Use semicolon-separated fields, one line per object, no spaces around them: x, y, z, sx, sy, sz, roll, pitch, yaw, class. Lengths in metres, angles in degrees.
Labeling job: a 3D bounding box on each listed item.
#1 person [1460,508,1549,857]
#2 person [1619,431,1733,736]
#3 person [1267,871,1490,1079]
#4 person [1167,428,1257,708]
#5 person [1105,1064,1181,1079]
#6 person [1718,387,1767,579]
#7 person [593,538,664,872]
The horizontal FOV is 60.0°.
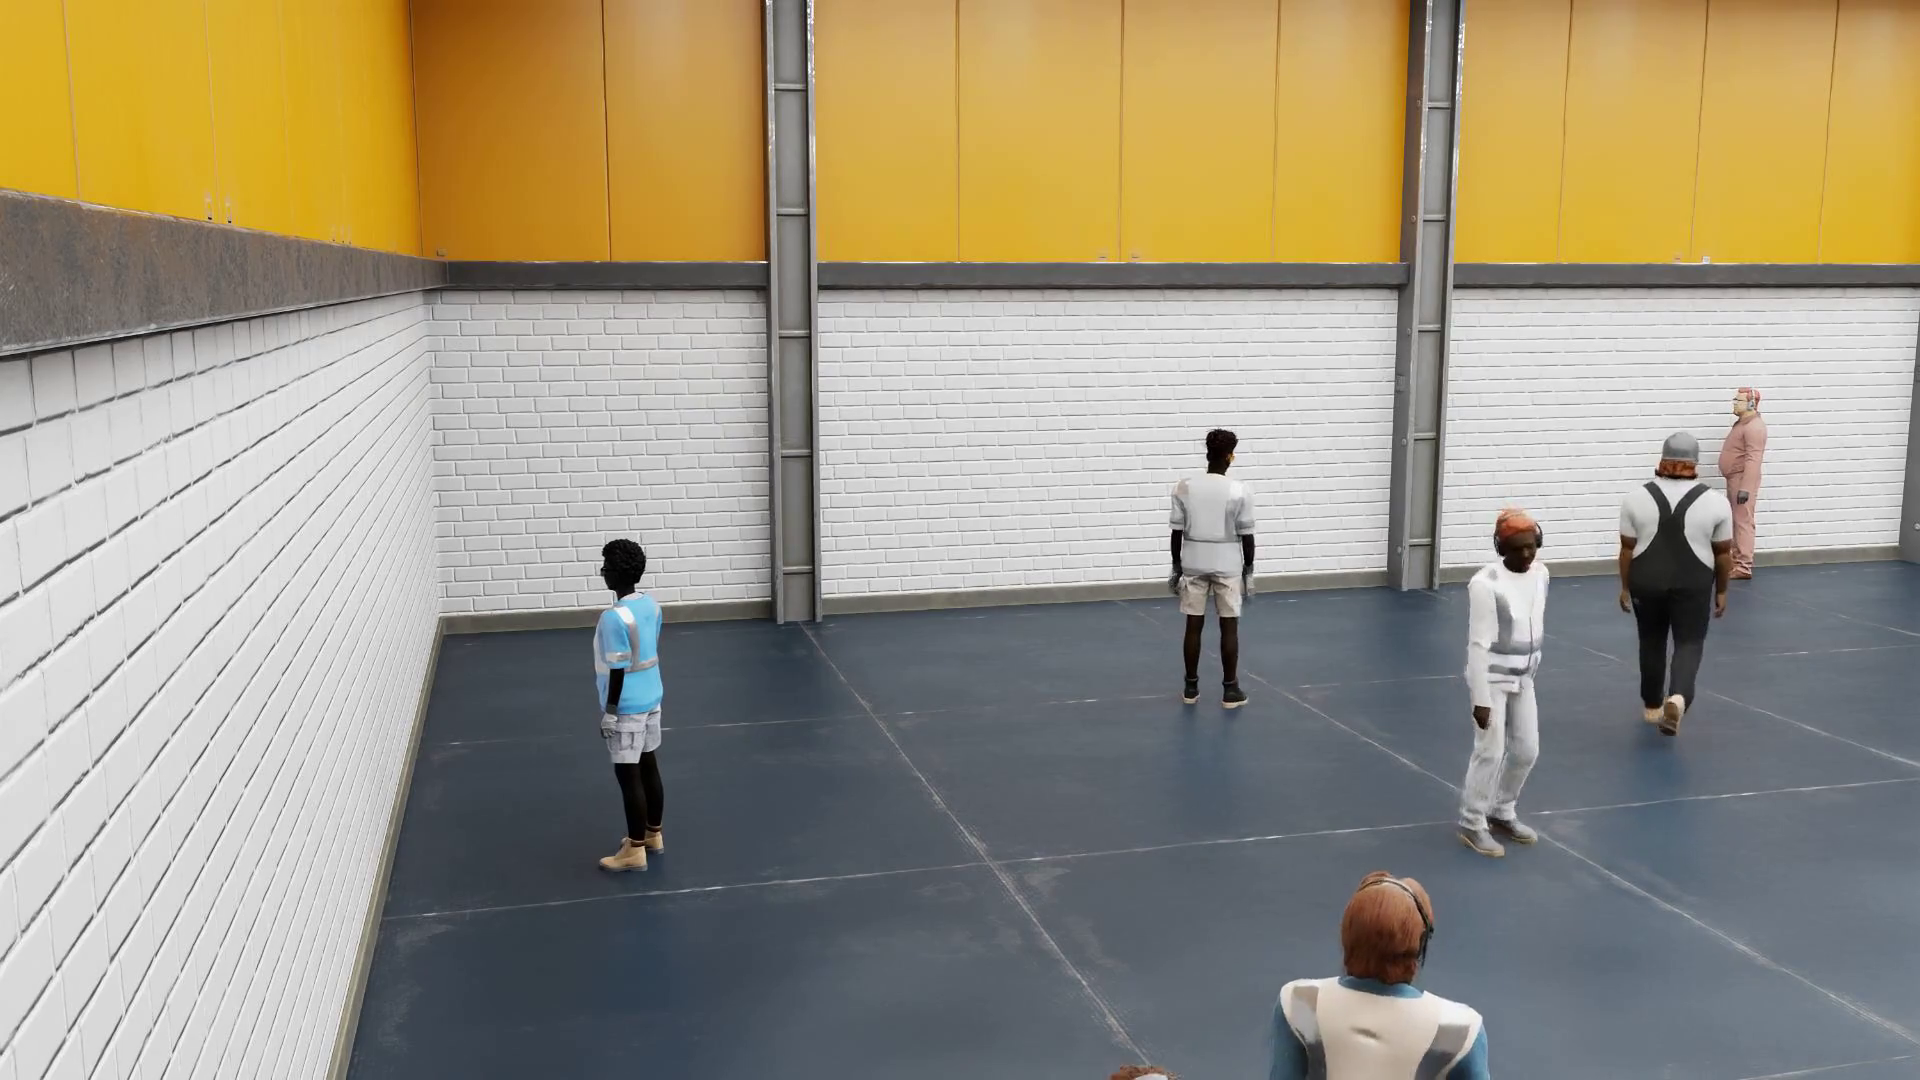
2.788;0.736;8.594;0.603;1.855;0.462;-6;11;-32;person
4.691;0.268;10.950;0.688;2.000;0.845;5;10;29;person
1.027;1.591;4.071;0.538;1.593;0.849;4;10;23;person
1.761;0.197;11.667;0.655;1.954;0.368;4;10;23;person
0.278;1.715;2.700;0.646;1.793;0.954;-3;10;-19;person
7.754;-0.564;16.543;0.407;1.913;0.641;2;9;15;person
-1.690;0.835;8.480;0.315;1.696;0.541;2;9;11;person
